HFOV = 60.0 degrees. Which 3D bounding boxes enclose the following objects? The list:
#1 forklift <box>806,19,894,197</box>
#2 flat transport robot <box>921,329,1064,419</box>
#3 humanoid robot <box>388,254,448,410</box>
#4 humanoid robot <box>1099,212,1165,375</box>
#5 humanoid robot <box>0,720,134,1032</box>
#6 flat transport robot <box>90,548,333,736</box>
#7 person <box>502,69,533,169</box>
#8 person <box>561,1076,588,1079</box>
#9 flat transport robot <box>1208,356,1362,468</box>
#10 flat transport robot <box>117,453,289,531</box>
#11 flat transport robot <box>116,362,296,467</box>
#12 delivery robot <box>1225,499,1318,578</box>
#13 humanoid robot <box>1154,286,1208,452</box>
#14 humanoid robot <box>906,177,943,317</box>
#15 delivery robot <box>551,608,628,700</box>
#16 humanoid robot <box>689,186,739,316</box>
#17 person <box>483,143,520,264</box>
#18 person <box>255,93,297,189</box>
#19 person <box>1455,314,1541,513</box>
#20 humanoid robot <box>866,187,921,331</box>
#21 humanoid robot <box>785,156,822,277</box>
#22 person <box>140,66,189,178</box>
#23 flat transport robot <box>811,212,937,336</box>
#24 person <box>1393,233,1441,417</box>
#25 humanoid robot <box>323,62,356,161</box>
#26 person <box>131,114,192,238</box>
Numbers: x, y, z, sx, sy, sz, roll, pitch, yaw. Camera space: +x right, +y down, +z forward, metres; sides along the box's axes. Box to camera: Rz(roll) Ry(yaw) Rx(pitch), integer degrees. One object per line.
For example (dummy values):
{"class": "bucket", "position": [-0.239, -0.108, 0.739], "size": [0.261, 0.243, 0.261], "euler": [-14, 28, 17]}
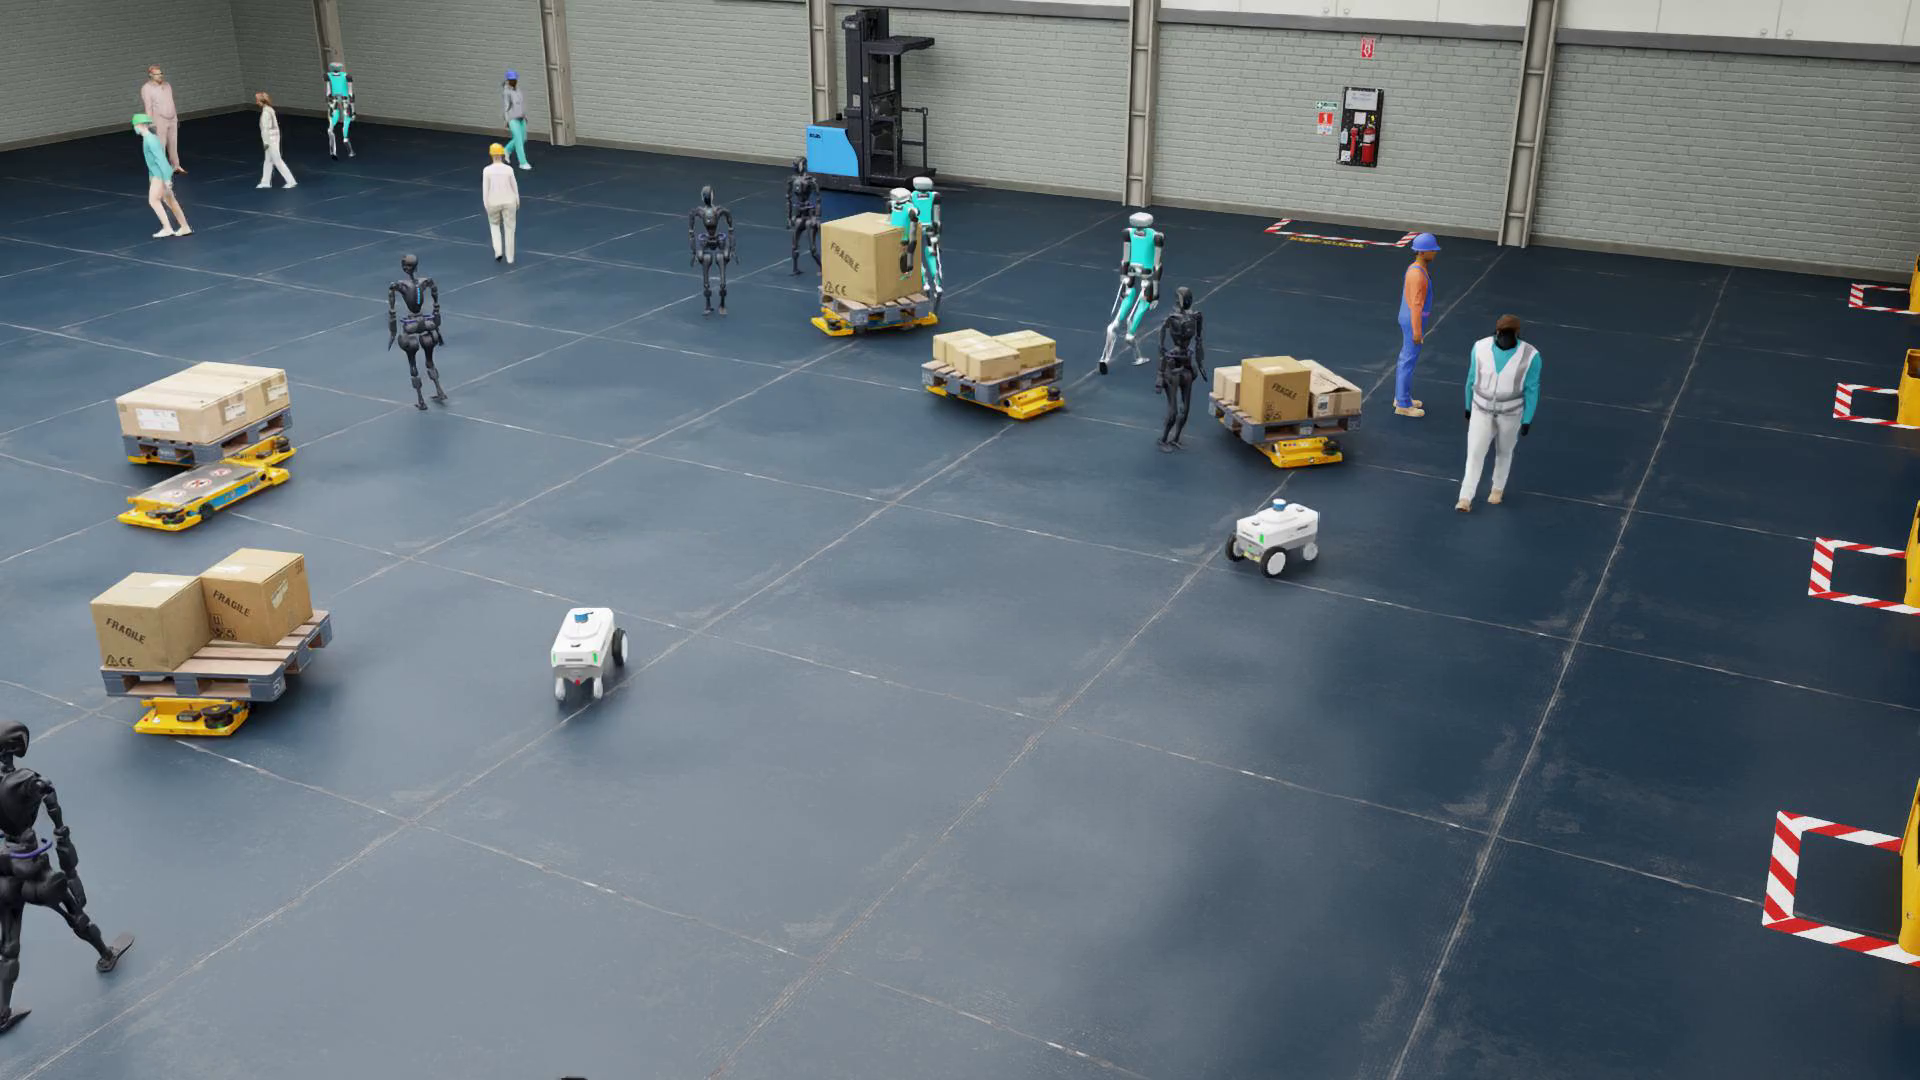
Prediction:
{"class": "forklift", "position": [-1.573, -7.292, 27.850], "size": [1.873, 2.768, 1.129], "euler": [12, 26, 25]}
{"class": "flat transport robot", "position": [0.364, -1.609, 17.909], "size": [1.431, 0.231, 0.659], "euler": [21, 31, 40]}
{"class": "humanoid robot", "position": [-5.727, -2.188, 17.471], "size": [0.590, 1.651, 0.349], "euler": [-19, 30, -37]}
{"class": "humanoid robot", "position": [1.853, -2.714, 18.654], "size": [0.548, 1.791, 0.935], "euler": [17, 29, 35]}
{"class": "humanoid robot", "position": [-4.809, 1.666, 8.567], "size": [0.601, 1.622, 0.814], "euler": [6, 24, 13]}
{"class": "flat transport robot", "position": [-5.238, 0.975, 11.892], "size": [0.659, 0.231, 1.431], "euler": [1, 23, 3]}
{"class": "person", "position": [-8.041, -7.581, 29.927], "size": [0.677, 1.754, 0.538], "euler": [9, 25, 20]}
{"class": "person", "position": [-1.298, 2.671, 5.866], "size": [0.423, 1.916, 0.607], "euler": [12, 26, 26]}
{"class": "flat transport robot", "position": [3.239, -1.072, 16.659], "size": [0.659, 0.231, 1.431], "euler": [-7, 24, -15]}
{"class": "flat transport robot", "position": [-6.899, -0.444, 15.198], "size": [0.659, 0.231, 1.431], "euler": [8, 25, 19]}
{"class": "flat transport robot", "position": [-7.290, -0.882, 16.216], "size": [1.431, 0.231, 0.659], "euler": [7, 24, 15]}
{"class": "delivery robot", "position": [2.650, -0.051, 13.910], "size": [0.777, 0.587, 0.499], "euler": [-16, 28, -32]}
{"class": "humanoid robot", "position": [2.158, -1.678, 16.287], "size": [0.615, 1.657, 0.307], "euler": [-15, 27, -31]}
{"class": "humanoid robot", "position": [-0.398, -3.532, 20.526], "size": [0.540, 1.799, 0.685], "euler": [-10, 25, -21]}
{"class": "delivery robot", "position": [-2.708, 0.772, 12.005], "size": [0.499, 0.597, 0.779], "euler": [-1, 23, -1]}
{"class": "humanoid robot", "position": [-3.085, -3.620, 20.811], "size": [0.610, 1.650, 0.328], "euler": [-2, 23, -6]}
{"class": "person", "position": [-6.432, -4.724, 23.365], "size": [0.484, 1.679, 0.429], "euler": [-6, 24, -15]}
{"class": "person", "position": [-11.704, -6.762, 28.198], "size": [0.701, 1.609, 0.533], "euler": [-6, 24, -13]}
{"class": "person", "position": [4.765, -1.105, 14.789], "size": [0.638, 1.799, 0.919], "euler": [12, 26, 25]}
{"class": "humanoid robot", "position": [-0.895, -3.312, 20.056], "size": [0.886, 1.791, 0.582], "euler": [-19, 30, -38]}
{"class": "humanoid robot", "position": [-2.098, -4.417, 22.679], "size": [0.609, 1.640, 0.398], "euler": [12, 26, 26]}
{"class": "person", "position": [-13.963, -7.351, 29.203], "size": [0.410, 1.906, 0.653], "euler": [8, 24, 18]}
{"class": "flat transport robot", "position": [-1.055, -2.759, 20.586], "size": [1.431, 0.231, 0.659], "euler": [-11, 25, -23]}
{"class": "person", "position": [4.745, -2.247, 17.317], "size": [0.362, 1.910, 0.514], "euler": [5, 24, 11]}
{"class": "humanoid robot", "position": [-11.475, -7.839, 30.616], "size": [0.532, 1.781, 1.019], "euler": [1, 23, 1]}
{"class": "person", "position": [-11.932, -5.424, 24.806], "size": [0.647, 1.832, 0.534], "euler": [-8, 24, -17]}
